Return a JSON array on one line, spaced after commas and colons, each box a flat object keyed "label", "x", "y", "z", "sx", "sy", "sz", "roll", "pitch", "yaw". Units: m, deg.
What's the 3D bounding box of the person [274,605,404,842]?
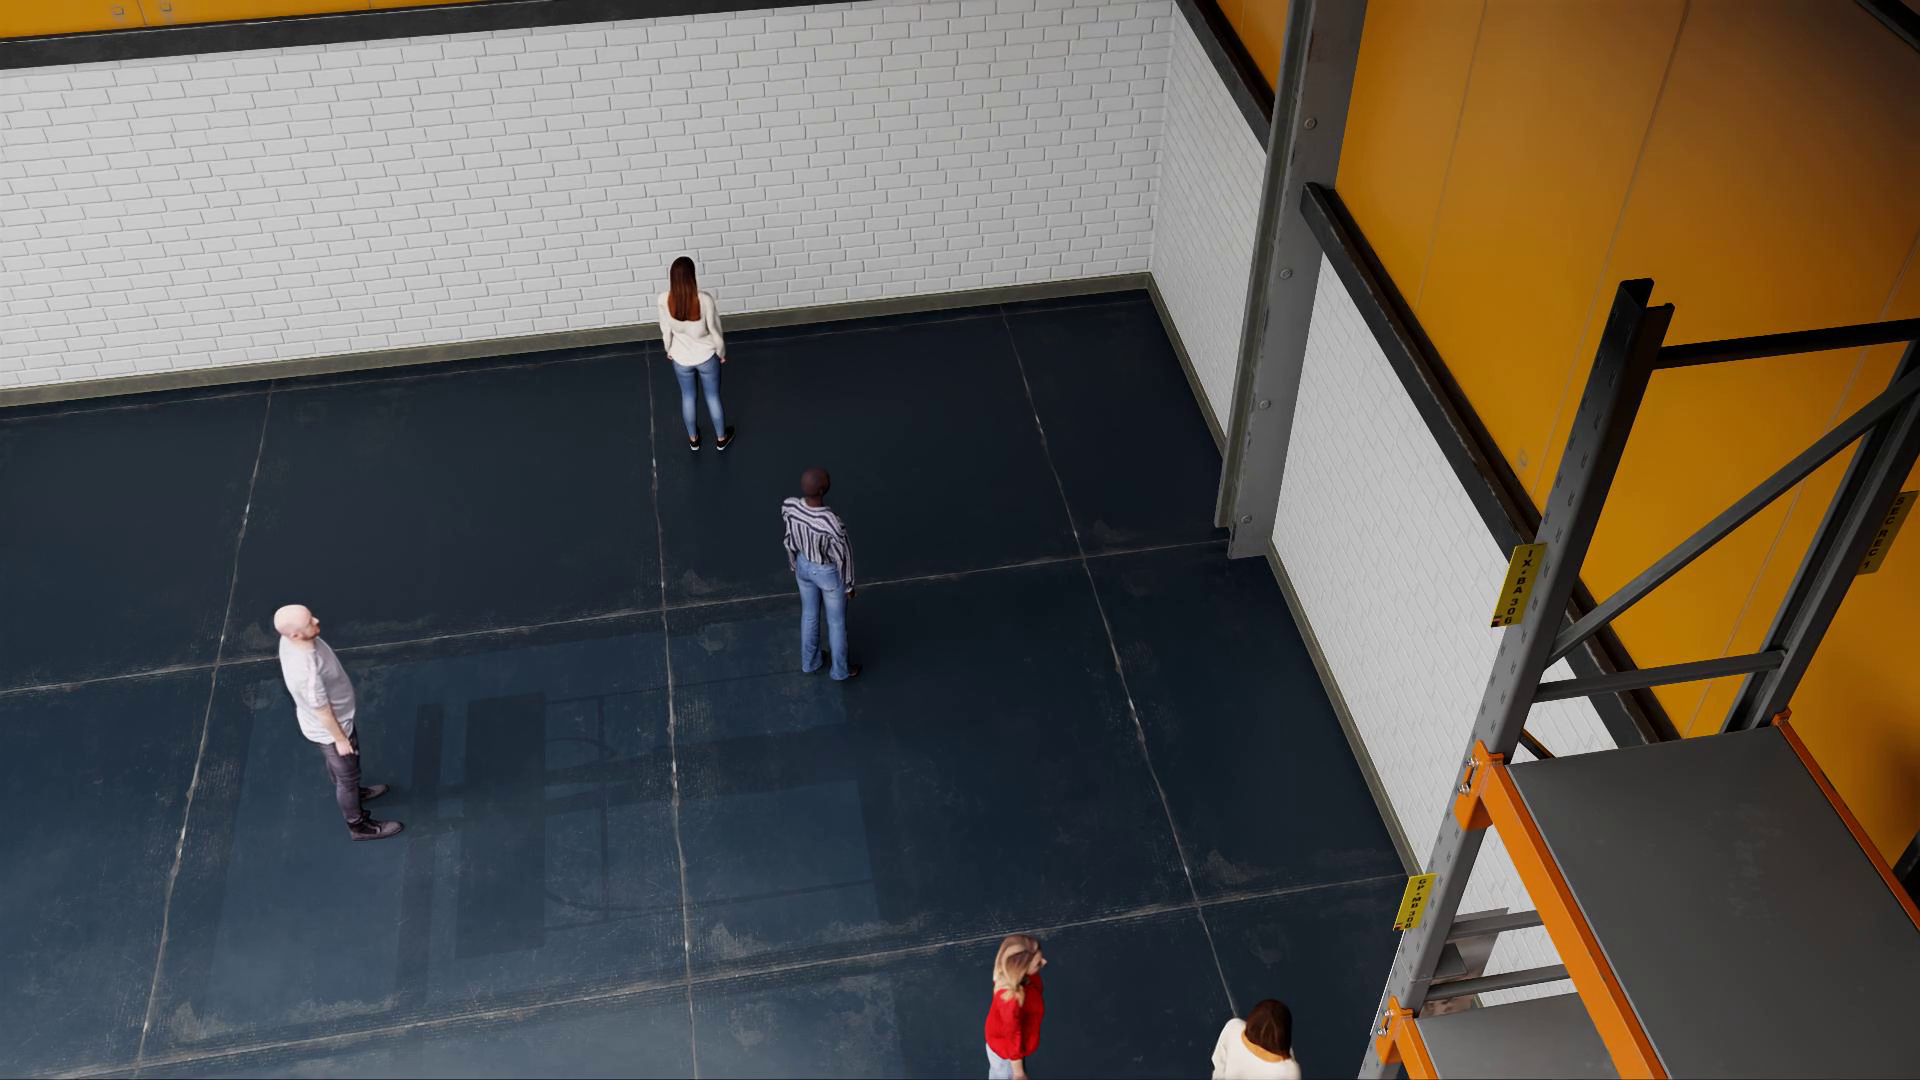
[{"label": "person", "x": -3.682, "y": 1.038, "z": 9.696, "sx": 0.782, "sy": 1.830, "sz": 0.609, "roll": -19, "pitch": 47, "yaw": -19}]

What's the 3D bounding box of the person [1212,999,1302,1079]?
[{"label": "person", "x": 1.394, "y": 2.720, "z": 8.038, "sx": 0.672, "sy": 1.682, "sz": 0.759, "roll": 33, "pitch": 53, "yaw": 30}]

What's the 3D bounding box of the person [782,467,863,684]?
[{"label": "person", "x": -0.879, "y": 0.236, "z": 10.563, "sx": 0.692, "sy": 1.796, "sz": 0.731, "roll": 22, "pitch": 48, "yaw": 21}]

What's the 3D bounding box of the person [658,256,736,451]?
[{"label": "person", "x": -1.957, "y": -1.372, "z": 12.326, "sx": 0.672, "sy": 1.691, "sz": 0.636, "roll": 3, "pitch": 44, "yaw": 4}]

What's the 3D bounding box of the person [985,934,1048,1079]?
[{"label": "person", "x": 0.253, "y": 2.478, "z": 8.276, "sx": 0.718, "sy": 1.704, "sz": 0.521, "roll": 2, "pitch": 44, "yaw": 2}]
